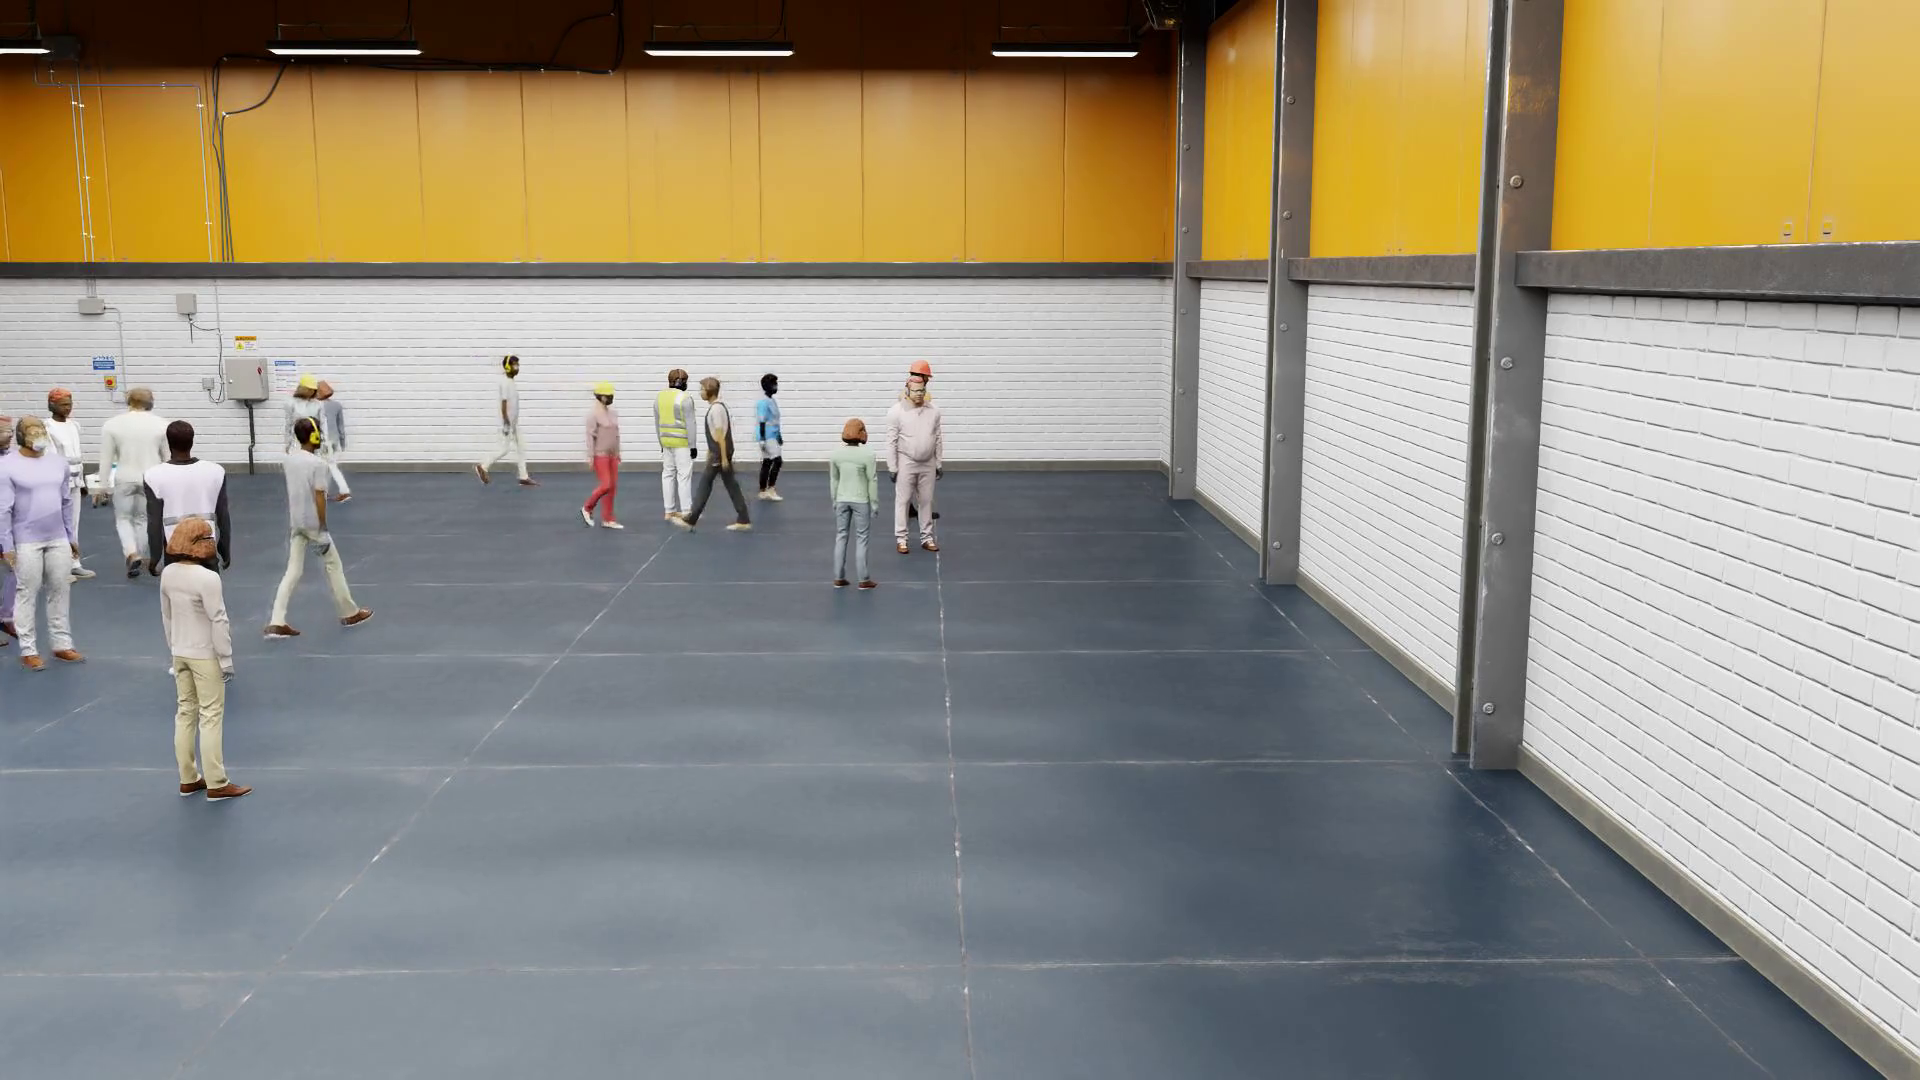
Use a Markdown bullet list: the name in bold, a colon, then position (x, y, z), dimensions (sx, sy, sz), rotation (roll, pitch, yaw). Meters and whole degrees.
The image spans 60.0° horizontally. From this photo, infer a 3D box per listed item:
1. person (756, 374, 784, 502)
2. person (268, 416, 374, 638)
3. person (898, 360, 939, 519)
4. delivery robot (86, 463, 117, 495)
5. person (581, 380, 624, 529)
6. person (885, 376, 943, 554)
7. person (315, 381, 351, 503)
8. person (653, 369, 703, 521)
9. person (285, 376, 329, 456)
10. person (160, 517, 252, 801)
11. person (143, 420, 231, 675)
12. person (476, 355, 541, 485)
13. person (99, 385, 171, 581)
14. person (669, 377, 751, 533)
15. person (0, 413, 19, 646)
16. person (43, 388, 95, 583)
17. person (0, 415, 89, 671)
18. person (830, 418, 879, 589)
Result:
- **person**: position (-2.425, -1.318, 21.618), dimensions (0.498, 1.681, 0.537), rotation (1, 9, 3)
- **person**: position (-5.394, -0.117, 13.840), dimensions (0.557, 1.817, 0.998), rotation (5, 10, 27)
- **person**: position (-0.497, -1.212, 20.203), dimensions (0.374, 1.928, 0.542), rotation (-8, 12, -42)
- **delivery robot**: position (-10.736, -0.738, 21.205), dimensions (0.707, 0.478, 0.477), rotation (0, 9, -1)
- **person**: position (-4.140, -0.987, 19.364), dimensions (0.404, 1.757, 0.526), rotation (4, 10, 21)
- **person**: position (-0.471, -0.803, 17.788), dimensions (0.639, 1.900, 0.403), rotation (-5, 10, -27)
- **person**: position (-8.235, -1.287, 21.703), dimensions (0.839, 1.589, 0.488), rotation (4, 10, 24)
- **person**: position (-3.387, -1.140, 20.043), dimensions (0.619, 1.838, 0.430), rotation (7, 12, 36)
- **person**: position (-8.227, -1.226, 20.998), dimensions (0.499, 1.681, 0.926), rotation (-8, 12, -39)
- **person**: position (-4.343, 0.677, 9.519), dimensions (0.501, 1.633, 0.279), rotation (5, 11, 29)
- **person**: position (-5.721, 0.070, 12.371), dimensions (0.597, 1.916, 0.371), rotation (-9, 13, -43)
- **person**: position (-6.352, -1.666, 23.266), dimensions (0.804, 1.847, 0.521), rotation (0, 9, 1)
- **person**: position (-7.964, -0.542, 16.140), dimensions (0.668, 1.912, 0.502), rotation (-5, 10, -27)
- **person**: position (-2.866, -0.967, 19.107), dimensions (0.967, 1.789, 0.534), rotation (0, 9, -2)
- **person**: position (-7.769, -0.079, 13.397), dimensions (0.465, 1.883, 0.653), rotation (3, 10, 17)
- **person**: position (-8.702, -0.527, 16.151), dimensions (0.342, 1.877, 0.579), rotation (1, 9, 7)
- **person**: position (-6.953, 0.026, 12.614), dimensions (0.485, 1.932, 0.678), rotation (4, 10, 26)
- **person**: position (-1.004, -0.341, 15.787), dimensions (0.504, 1.627, 0.275), rotation (4, 10, 24)
